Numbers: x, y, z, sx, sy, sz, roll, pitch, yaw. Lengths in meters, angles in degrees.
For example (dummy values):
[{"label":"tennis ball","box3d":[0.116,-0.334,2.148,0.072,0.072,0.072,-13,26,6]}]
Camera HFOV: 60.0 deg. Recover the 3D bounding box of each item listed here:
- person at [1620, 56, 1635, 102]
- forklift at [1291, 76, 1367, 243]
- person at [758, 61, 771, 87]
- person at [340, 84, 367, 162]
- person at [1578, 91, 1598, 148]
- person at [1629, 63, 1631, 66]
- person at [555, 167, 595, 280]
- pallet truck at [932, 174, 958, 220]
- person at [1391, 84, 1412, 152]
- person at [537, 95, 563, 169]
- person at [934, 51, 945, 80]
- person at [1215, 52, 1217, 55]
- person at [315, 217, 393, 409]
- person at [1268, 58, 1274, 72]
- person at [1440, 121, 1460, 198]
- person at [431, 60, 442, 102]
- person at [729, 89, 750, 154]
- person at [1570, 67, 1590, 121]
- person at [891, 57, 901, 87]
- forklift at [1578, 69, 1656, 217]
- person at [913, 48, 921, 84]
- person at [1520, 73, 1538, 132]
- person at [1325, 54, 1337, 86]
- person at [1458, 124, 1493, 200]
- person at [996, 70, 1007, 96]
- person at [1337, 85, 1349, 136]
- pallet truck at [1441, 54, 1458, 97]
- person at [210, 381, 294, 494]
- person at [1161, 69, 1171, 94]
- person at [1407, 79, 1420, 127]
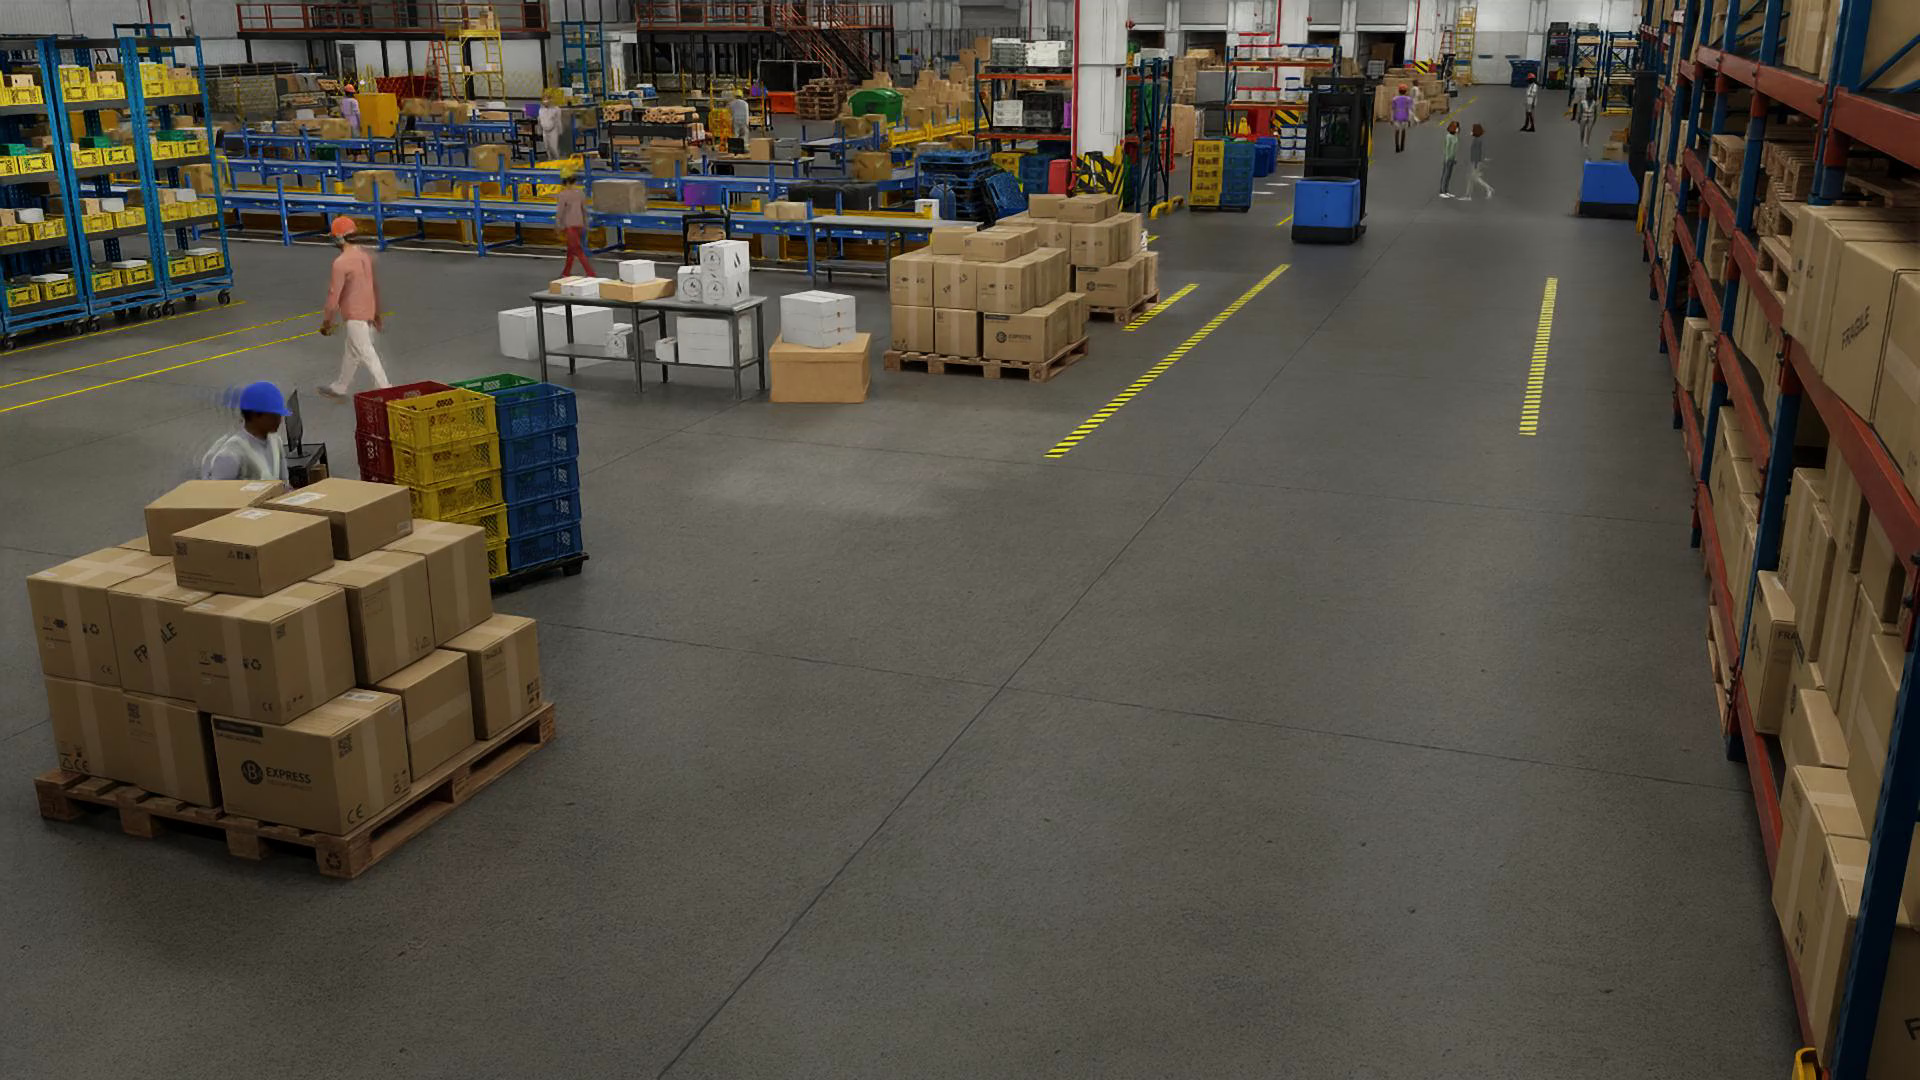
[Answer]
[{"label":"person","box3d":[29.685,-20.457,73.795,0.846,2.000,0.700,16,24,41]},{"label":"forklift","box3d":[6.598,-6.755,29.381,1.129,2.768,1.873,6,19,19]},{"label":"person","box3d":[-8.499,-19.995,72.602,0.906,1.892,0.610,15,23,38]},{"label":"person","box3d":[-16.235,-11.127,44.476,0.615,2.042,0.372,8,19,24]},{"label":"person","box3d":[18.701,-12.530,49.545,0.530,1.626,0.437,6,19,18]},{"label":"person","box3d":[32.011,-22.139,79.259,0.367,1.933,0.661,12,21,32]},{"label":"person","box3d":[-5.720,-4.635,24.601,0.898,1.722,0.536,10,20,28]},{"label":"pallet truck","box3d":[-0.507,-5.292,27.348,0.653,1.274,1.630,6,19,19]},{"label":"person","box3d":[12.716,-12.161,47.972,0.568,1.884,1.003,5,18,16]},{"label":"person","box3d":[-10.423,-10.311,42.154,0.685,1.892,0.478,7,19,20]},{"label":"person","box3d":[-1.112,-25.393,89.614,0.583,1.858,0.860,-2,18,-8]},{"label":"person","box3d":[13.460,-24.860,87.917,0.534,1.864,0.310,-8,19,-24]},{"label":"person","box3d":[-6.203,-2.266,16.793,0.995,1.946,0.615,3,18,8]},{"label":"person","box3d":[14.577,-21.917,78.694,0.941,1.839,0.599,3,18,9]},{"label":"person","box3d":[10.671,-8.279,36.193,0.279,1.632,0.502,14,22,37]},{"label":"person","box3d":[-23.379,-20.508,74.291,0.406,1.834,0.545,6,19,18]},{"label":"person","box3d":[-6.166,-11.805,46.987,0.636,1.801,0.761,6,19,19]},{"label":"person","box3d":[22.829,-16.408,61.213,0.606,1.956,0.381,9,20,25]},{"label":"person","box3d":[-3.215,-23.548,84.070,0.501,1.693,0.916,-1,18,-5]},{"label":"forklift","box3d":[13.219,-7.740,32.475,1.873,2.768,1.129,6,19,18]},{"label":"person","box3d":[-2.399,-26.184,91.958,0.552,1.937,0.356,13,22,36]},{"label":"person","box3d":[19.227,-14.743,56.068,0.464,1.909,0.598,2,18,6]},{"label":"person","box3d":[19.062,-24.149,85.649,0.902,1.890,0.590,-4,18,-11]},{"label":"person","box3d":[11.086,-8.066,35.561,0.629,1.619,0.508,3,18,10]},{"label":"person","box3d":[1.641,-18.096,66.681,0.503,1.861,0.330,1,18,4]},{"label":"person","box3d":[12.201,-13.619,52.790,0.629,1.739,0.536,-10,20,-30]},{"label":"pallet truck","box3d":[22.765,-21.886,78.355,0.823,1.965,1.885,-4,18,-14]},{"label":"person","box3d":[-4.302,-0.024,9.926,1.127,1.865,0.587,-1,18,-3]},{"label":"person","box3d":[7.553,-16.215,60.725,0.546,1.887,0.997,16,24,41]},{"label":"person","box3d":[15.836,-15.257,58.116,0.499,1.624,0.542,15,23,40]}]
